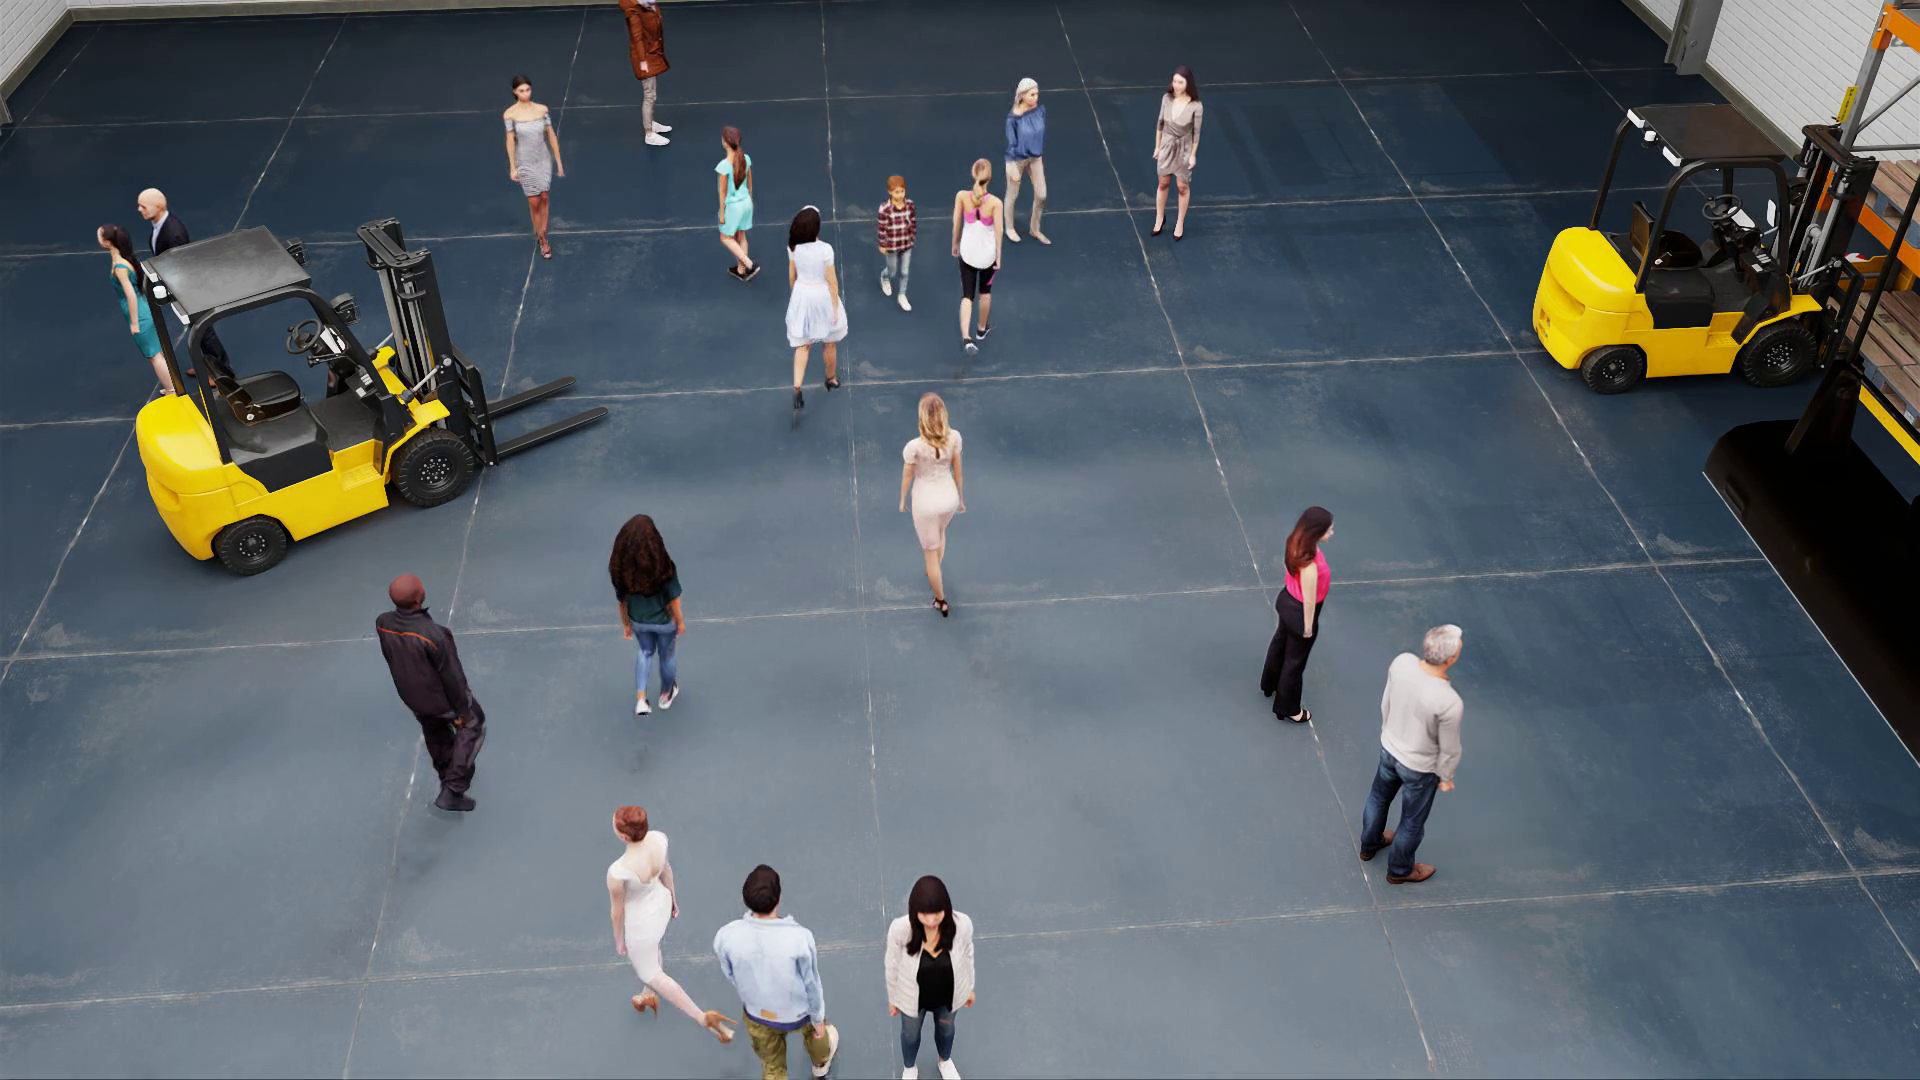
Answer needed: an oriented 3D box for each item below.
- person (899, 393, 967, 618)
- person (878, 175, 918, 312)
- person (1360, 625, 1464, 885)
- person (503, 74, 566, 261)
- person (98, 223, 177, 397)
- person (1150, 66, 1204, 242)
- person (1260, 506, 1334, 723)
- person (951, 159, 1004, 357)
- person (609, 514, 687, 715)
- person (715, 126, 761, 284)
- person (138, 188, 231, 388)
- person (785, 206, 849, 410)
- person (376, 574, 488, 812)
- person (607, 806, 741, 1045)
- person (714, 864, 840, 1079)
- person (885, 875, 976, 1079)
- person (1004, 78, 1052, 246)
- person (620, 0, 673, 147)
[{"bbox_3d":[-0.146,-0.181,11.532,0.726,1.814,0.855,-15,41,-17],"label":"person"},{"bbox_3d":[-0.584,-2.743,15.155,0.643,1.296,0.762,-15,41,-18],"label":"person"},{"bbox_3d":[2.634,1.247,9.665,0.879,1.911,0.733,-20,43,-23],"label":"person"},{"bbox_3d":[-4.070,-3.575,15.786,0.742,1.809,0.767,-21,43,-24],"label":"person"},{"bbox_3d":[-6.772,-1.857,13.732,0.655,1.687,0.464,-9,40,-12],"label":"person"},{"bbox_3d":[2.084,-3.731,16.031,0.663,1.747,0.677,18,42,21],"label":"person"},{"bbox_3d":[2.216,0.467,10.841,0.642,1.663,0.448,-5,39,-6],"label":"person"},{"bbox_3d":[0.130,-2.393,14.347,0.826,1.758,1.104,11,40,14],"label":"person"},{"bbox_3d":[-2.012,0.550,10.785,0.689,1.604,0.825,5,39,7],"label":"person"},{"bbox_3d":[-2.028,-3.054,15.338,0.851,1.554,0.780,30,48,32],"label":"person"},{"bbox_3d":[-6.525,-2.148,14.007,0.817,1.799,0.708,-25,45,-28],"label":"person"},{"bbox_3d":[-1.218,-1.870,13.655,0.888,1.804,1.065,11,40,13],"label":"person"},{"bbox_3d":[-3.243,0.980,10.079,0.851,1.813,0.932,10,40,13],"label":"person"},{"bbox_3d":[-1.581,2.068,8.751,1.005,1.771,1.006,23,44,26],"label":"person"},{"bbox_3d":[-0.928,2.411,8.311,0.838,1.783,1.051,7,39,8],"label":"person"},{"bbox_3d":[-0.153,2.296,8.572,0.629,1.638,0.566,-6,39,-8],"label":"person"},{"bbox_3d":[0.553,-3.660,15.995,0.797,1.681,0.877,-21,43,-24],"label":"person"},{"bbox_3d":[-3.346,-5.154,17.741,0.758,1.837,0.613,-2,39,-3],"label":"person"}]
